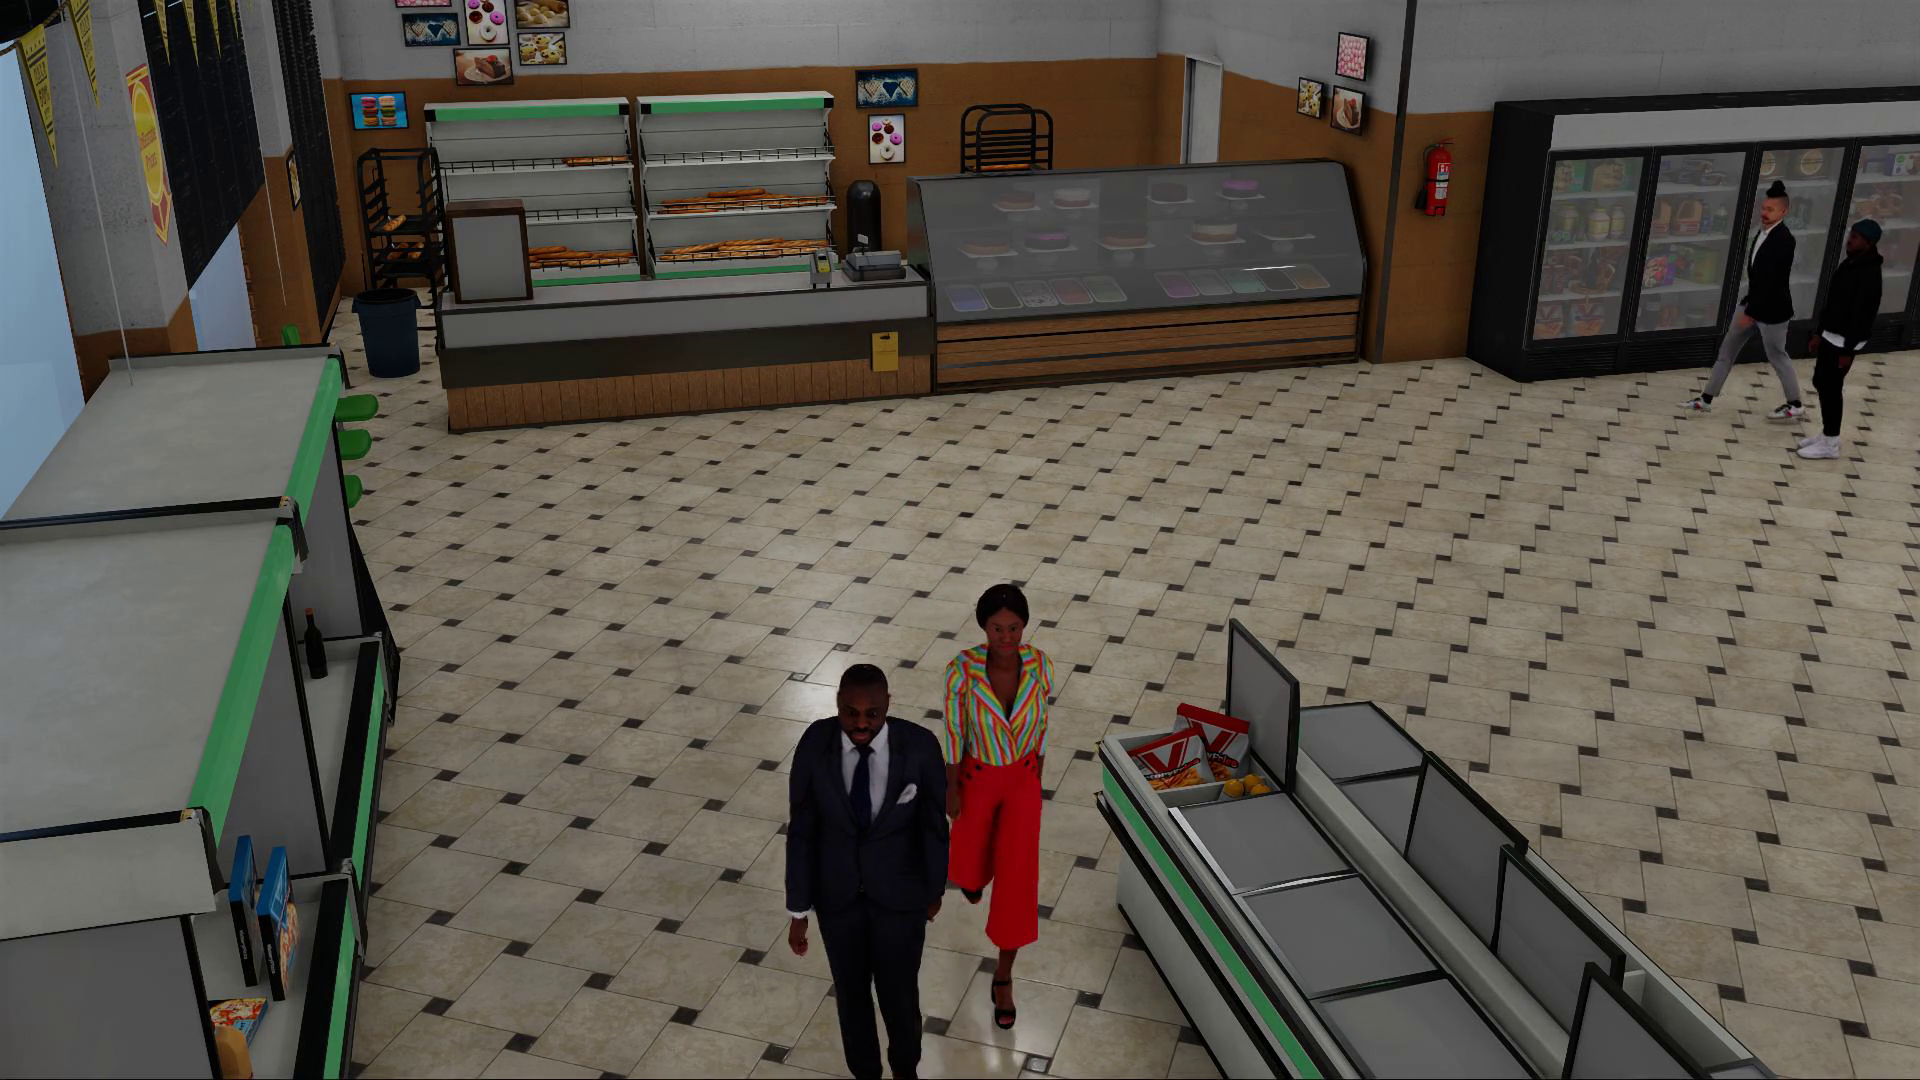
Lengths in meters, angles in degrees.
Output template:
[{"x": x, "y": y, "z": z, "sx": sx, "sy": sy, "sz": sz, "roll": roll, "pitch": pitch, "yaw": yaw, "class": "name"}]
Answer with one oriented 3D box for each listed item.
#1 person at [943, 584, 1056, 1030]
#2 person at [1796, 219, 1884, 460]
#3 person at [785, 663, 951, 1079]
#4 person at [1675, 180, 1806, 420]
[{"x": 0.124, "y": 0.955, "z": 6.426, "sx": 0.641, "sy": 1.763, "sz": 1.094, "roll": -4, "pitch": 22, "yaw": -9, "class": "person"}, {"x": 6.670, "y": -1.519, "z": 12.516, "sx": 0.844, "sy": 1.813, "sz": 0.726, "roll": 2, "pitch": 22, "yaw": 5, "class": "person"}, {"x": -0.305, "y": 1.192, "z": 5.773, "sx": 0.784, "sy": 1.808, "sz": 0.771, "roll": 3, "pitch": 22, "yaw": 8, "class": "person"}, {"x": 6.494, "y": -1.850, "z": 13.207, "sx": 0.925, "sy": 1.911, "sz": 1.197, "roll": 0, "pitch": 22, "yaw": -1, "class": "person"}]
